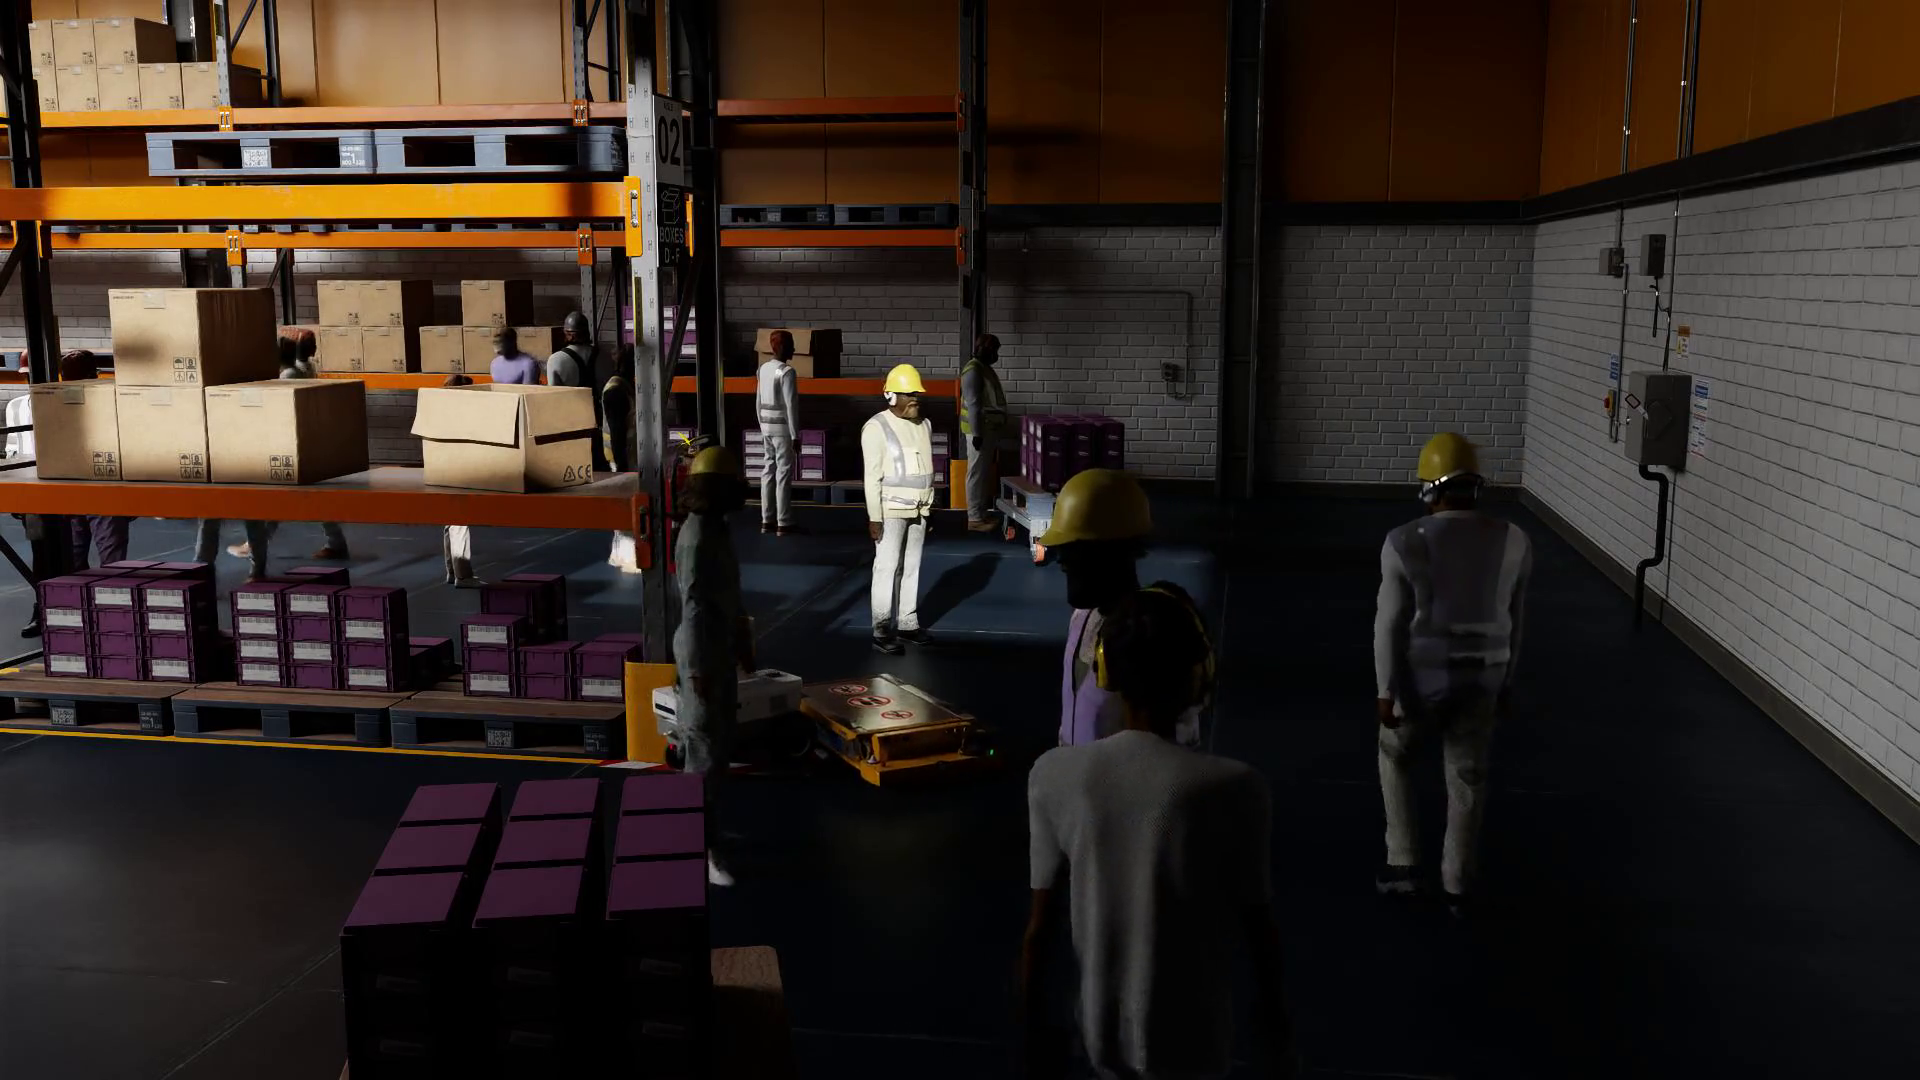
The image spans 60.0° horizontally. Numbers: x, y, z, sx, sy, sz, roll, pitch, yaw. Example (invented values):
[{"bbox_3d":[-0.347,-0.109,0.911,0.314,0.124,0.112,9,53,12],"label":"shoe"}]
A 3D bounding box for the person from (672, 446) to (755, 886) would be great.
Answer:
[{"bbox_3d":[-1.026,0.490,6.707,0.298,1.704,0.686,1,9,7],"label":"person"}]

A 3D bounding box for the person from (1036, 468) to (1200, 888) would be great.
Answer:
[{"bbox_3d":[0.403,0.774,4.255,0.395,1.920,0.623,-3,10,-17],"label":"person"}]

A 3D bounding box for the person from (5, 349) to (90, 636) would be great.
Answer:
[{"bbox_3d":[-6.011,-0.324,11.008,0.542,1.939,0.361,-1,9,-9],"label":"person"}]

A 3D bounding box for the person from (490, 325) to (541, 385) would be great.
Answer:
[{"bbox_3d":[-4.259,-1.077,15.780,0.620,1.907,0.685,4,10,25],"label":"person"}]

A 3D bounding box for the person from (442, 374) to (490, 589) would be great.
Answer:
[{"bbox_3d":[-3.827,-0.449,12.719,0.309,1.637,0.512,-5,10,-28],"label":"person"}]

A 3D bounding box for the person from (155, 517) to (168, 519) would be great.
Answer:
[{"bbox_3d":[-7.738,-1.167,16.142,0.616,1.981,0.488,-5,11,-30],"label":"person"}]

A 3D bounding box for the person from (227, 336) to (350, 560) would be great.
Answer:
[{"bbox_3d":[-5.646,-0.748,13.843,0.998,1.881,0.632,-1,9,-9],"label":"person"}]

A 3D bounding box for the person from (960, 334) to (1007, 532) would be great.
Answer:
[{"bbox_3d":[0.226,-1.007,15.567,0.430,1.838,0.619,2,9,13],"label":"person"}]

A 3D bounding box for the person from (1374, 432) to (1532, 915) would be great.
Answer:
[{"bbox_3d":[1.827,0.503,6.287,0.595,1.817,0.481,0,9,-3],"label":"person"}]

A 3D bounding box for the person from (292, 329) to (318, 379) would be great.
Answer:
[{"bbox_3d":[-6.555,-1.196,16.742,0.988,1.826,0.601,0,9,2],"label":"person"}]

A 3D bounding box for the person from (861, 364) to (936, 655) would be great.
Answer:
[{"bbox_3d":[-0.363,-0.201,10.577,0.404,1.830,0.600,7,12,38],"label":"person"}]

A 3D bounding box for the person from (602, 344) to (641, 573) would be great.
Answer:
[{"bbox_3d":[-2.683,-0.649,13.411,0.538,1.843,0.639,0,9,2],"label":"person"}]

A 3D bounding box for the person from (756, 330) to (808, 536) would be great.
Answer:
[{"bbox_3d":[-1.648,-0.980,15.248,0.342,1.882,0.579,-7,12,-37],"label":"person"}]

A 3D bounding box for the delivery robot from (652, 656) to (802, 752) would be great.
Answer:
[{"bbox_3d":[-1.124,0.793,8.062,0.707,0.478,0.477,-8,12,-39],"label":"delivery robot"}]

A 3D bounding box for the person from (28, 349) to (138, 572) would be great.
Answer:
[{"bbox_3d":[-5.698,-0.292,10.910,0.641,1.909,0.409,0,9,-1],"label":"person"}]

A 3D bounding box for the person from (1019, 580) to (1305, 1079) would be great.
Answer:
[{"bbox_3d":[0.353,0.990,3.247,0.503,1.823,1.010,6,11,33],"label":"person"}]

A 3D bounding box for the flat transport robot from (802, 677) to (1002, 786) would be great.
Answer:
[{"bbox_3d":[-0.413,0.925,8.415,0.652,0.197,1.431,-5,10,-27],"label":"flat transport robot"}]

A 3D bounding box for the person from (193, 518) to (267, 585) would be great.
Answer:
[{"bbox_3d":[-5.452,-0.509,12.296,0.651,1.882,1.018,0,9,2],"label":"person"}]

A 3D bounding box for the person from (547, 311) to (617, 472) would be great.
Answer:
[{"bbox_3d":[-3.641,-1.160,15.880,0.674,2.000,0.536,-6,11,-34],"label":"person"}]
